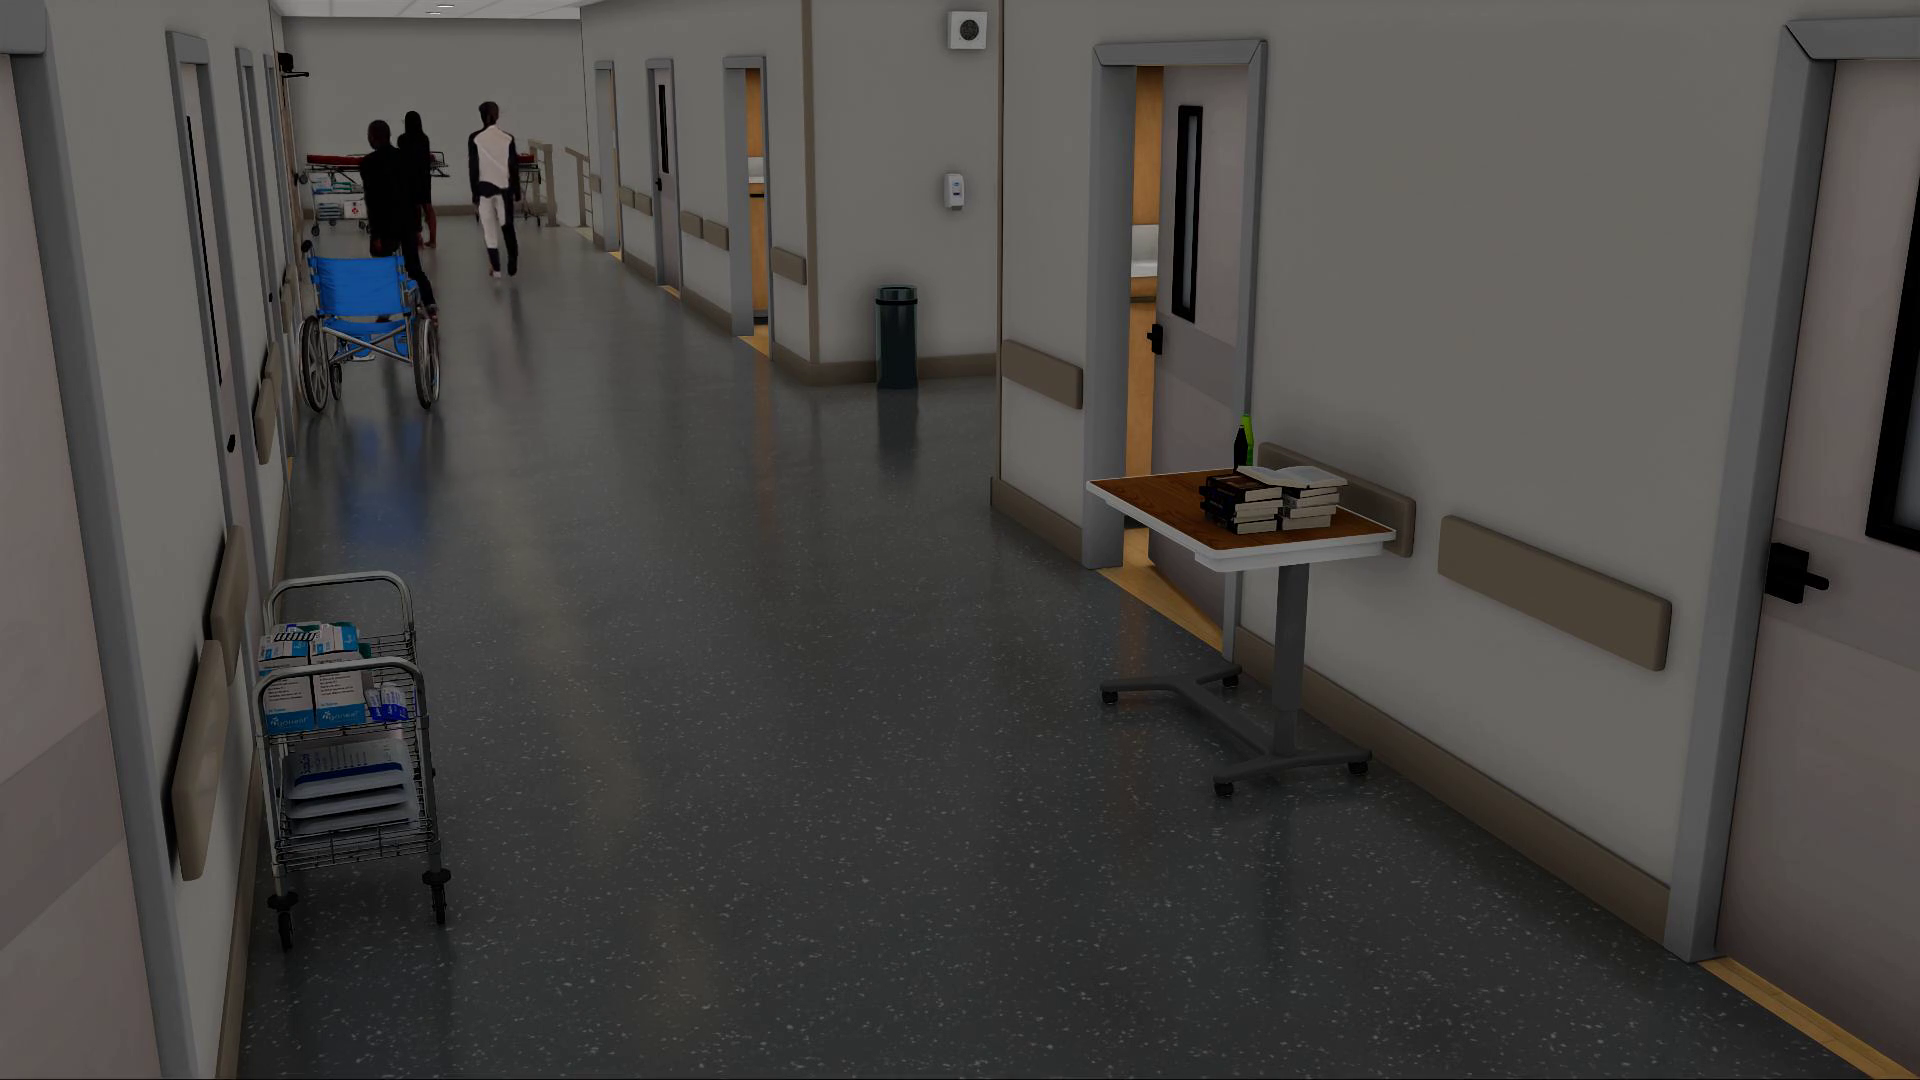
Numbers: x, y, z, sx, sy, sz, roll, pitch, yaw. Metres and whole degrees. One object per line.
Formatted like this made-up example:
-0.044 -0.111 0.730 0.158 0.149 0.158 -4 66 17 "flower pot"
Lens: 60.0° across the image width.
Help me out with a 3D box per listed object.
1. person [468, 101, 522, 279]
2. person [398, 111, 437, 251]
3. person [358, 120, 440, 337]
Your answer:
-4.977 -3.726 17.853 0.710 1.874 1.042 -7 17 -22 "person"
-6.901 -4.573 21.141 0.708 1.719 0.685 10 19 32 "person"
-4.658 -2.547 13.861 1.337 1.769 1.103 14 21 41 "person"
